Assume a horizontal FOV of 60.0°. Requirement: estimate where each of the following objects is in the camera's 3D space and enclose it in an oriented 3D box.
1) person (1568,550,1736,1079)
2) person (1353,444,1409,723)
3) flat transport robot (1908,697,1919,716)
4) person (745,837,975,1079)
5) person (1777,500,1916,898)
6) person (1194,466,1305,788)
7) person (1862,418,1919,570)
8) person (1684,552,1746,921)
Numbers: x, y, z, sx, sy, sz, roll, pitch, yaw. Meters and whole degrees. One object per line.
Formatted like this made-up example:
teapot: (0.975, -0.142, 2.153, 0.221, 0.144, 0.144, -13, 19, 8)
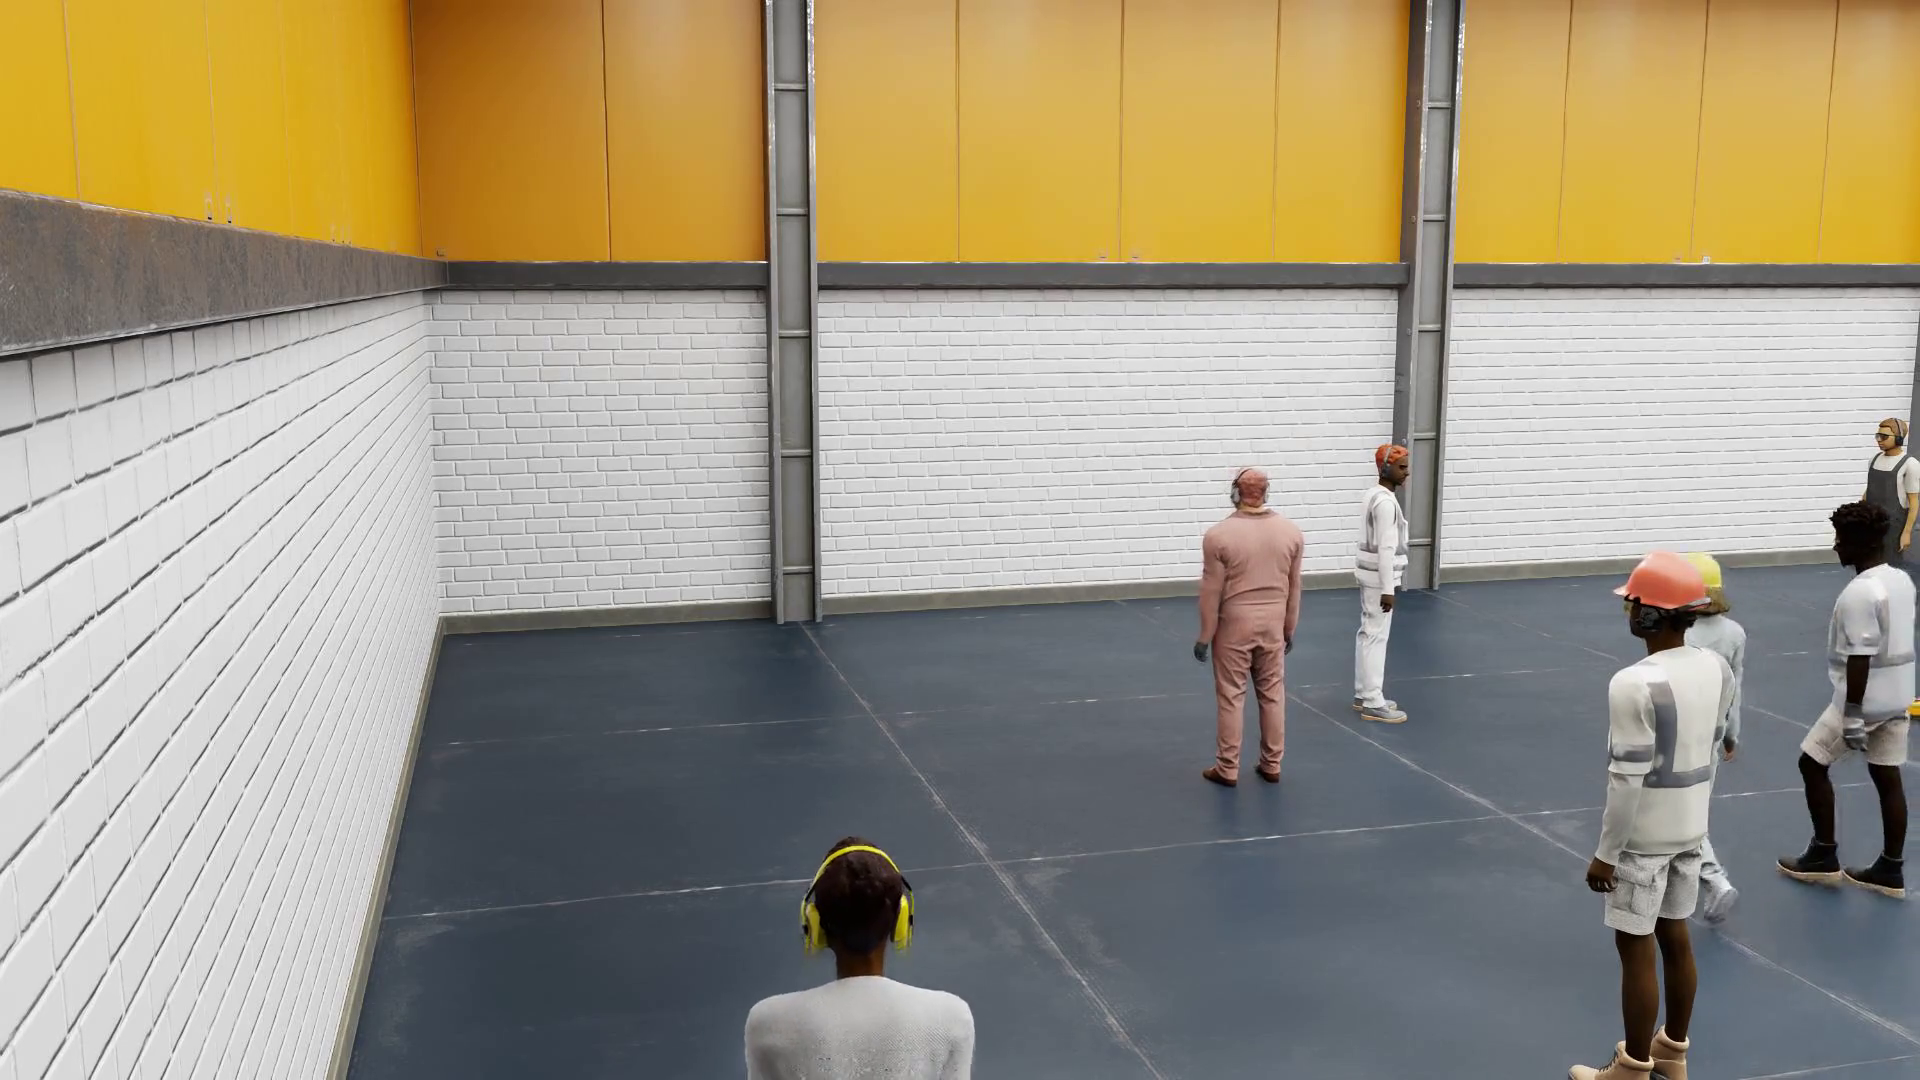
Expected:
person: (2.510, 1.049, 6.055, 0.607, 2.048, 0.369, -6, 11, -35)
person: (2.872, 0.286, 11.333, 0.359, 1.882, 0.575, 1, 9, 6)
flat transport robot: (7.209, 1.078, 11.398, 1.431, 0.197, 0.652, -5, 10, -28)
person: (-0.232, 1.553, 3.649, 0.538, 1.817, 0.995, -1, 9, -8)
person: (4.382, 0.759, 8.172, 0.663, 1.940, 0.683, -6, 11, -33)
person: (1.700, 0.512, 9.846, 0.644, 1.906, 0.406, -3, 9, -16)
person: (7.686, -0.096, 13.826, 0.336, 1.845, 0.514, -3, 10, -17)
person: (3.496, 0.921, 7.881, 0.491, 1.721, 0.751, -2, 9, -11)
